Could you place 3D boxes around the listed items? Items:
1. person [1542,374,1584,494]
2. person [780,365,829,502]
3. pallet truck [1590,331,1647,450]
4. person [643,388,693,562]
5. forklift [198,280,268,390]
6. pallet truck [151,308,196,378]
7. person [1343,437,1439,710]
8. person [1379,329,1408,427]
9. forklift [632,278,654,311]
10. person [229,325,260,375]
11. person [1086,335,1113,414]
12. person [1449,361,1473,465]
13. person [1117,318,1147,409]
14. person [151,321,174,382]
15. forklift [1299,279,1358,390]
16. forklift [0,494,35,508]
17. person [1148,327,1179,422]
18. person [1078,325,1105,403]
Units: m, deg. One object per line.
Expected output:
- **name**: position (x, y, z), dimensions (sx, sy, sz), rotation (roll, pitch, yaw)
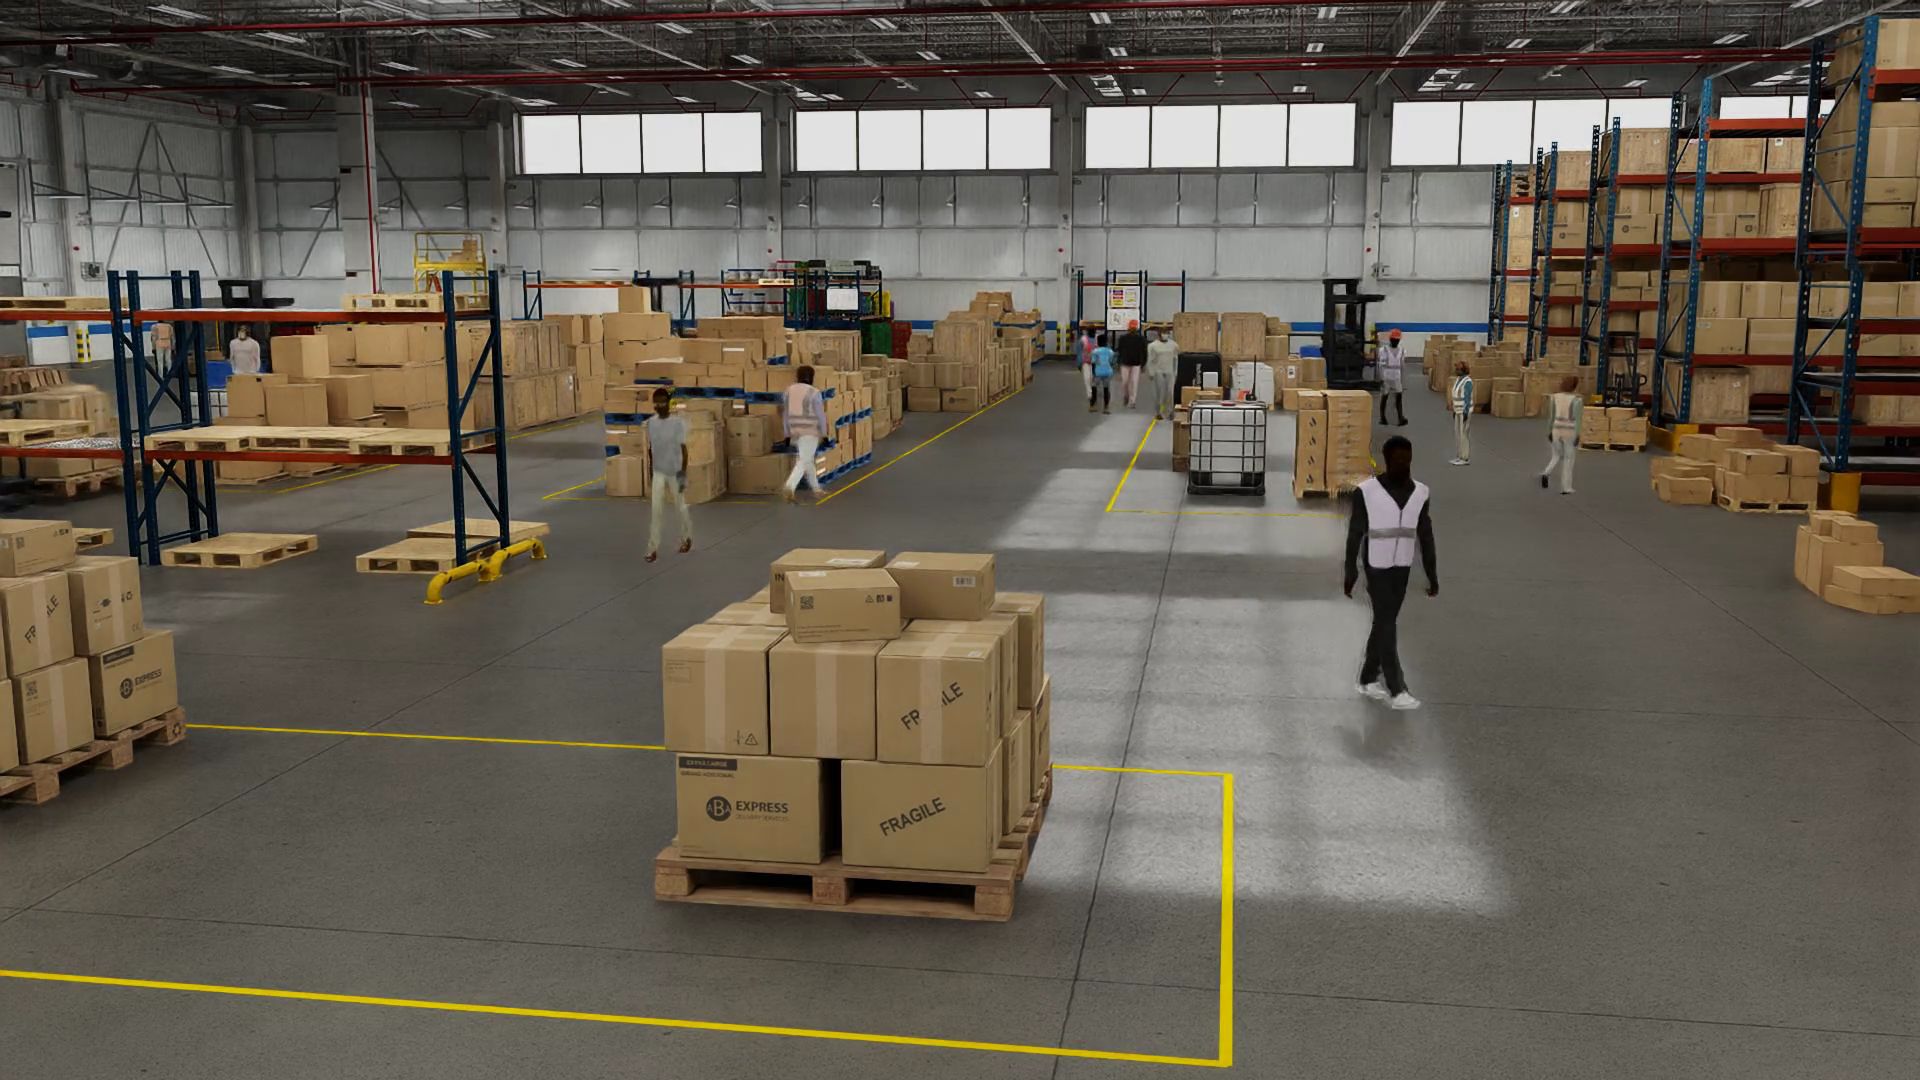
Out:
- **person**: position (8.180, -1.423, 22.535), dimensions (0.433, 1.632, 0.527), rotation (-7, 11, -36)
- **person**: position (-2.067, -1.404, 21.891), dimensions (0.627, 1.812, 0.912), rotation (8, 12, 41)
- **pallet truck**: position (11.253, -2.573, 28.499), dimensions (0.823, 1.965, 1.885), rotation (5, 10, 27)
- **person**: position (-3.071, -0.699, 17.544), dimensions (0.526, 1.825, 1.033), rotation (2, 9, 14)
- **forklift**: position (-15.586, -4.263, 36.205), dimensions (1.129, 2.768, 1.873), rotation (3, 10, 19)
- **pallet truck**: position (-21.869, -5.598, 47.154), dimensions (0.823, 1.965, 1.885), rotation (4, 10, 26)
- **person**: position (3.053, 0.235, 11.515), dimensions (0.624, 1.880, 0.910), rotation (-4, 10, -21)
- **person**: position (8.439, -3.153, 32.411), dimensions (0.554, 1.880, 0.999), rotation (-1, 9, -6)
- **forklift**: position (-8.604, -5.745, 45.343), dimensions (1.873, 2.768, 1.129), rotation (0, 9, 2)
- **person**: position (-14.742, -3.453, 34.226), dimensions (0.652, 1.894, 0.970), rotation (0, 9, 1)
- **person**: position (2.983, -3.530, 35.394), dimensions (0.538, 1.664, 0.757), rotation (-3, 10, -18)
- **person**: position (7.849, -1.985, 25.997), dimensions (0.320, 1.630, 0.528), rotation (-1, 9, -4)
- **person**: position (3.782, -3.872, 36.541), dimensions (0.647, 1.981, 0.462), rotation (1, 9, 4)
- **person**: position (-21.760, -5.272, 45.399), dimensions (0.390, 1.922, 0.587), rotation (8, 12, 42)
- **forklift**: position (9.612, -5.243, 42.248), dimensions (1.129, 2.768, 1.873), rotation (-6, 11, -31)
- **forklift**: position (-12.546, -1.689, 20.333), dimensions (1.129, 2.768, 1.873), rotation (1, 9, 5)
- **person**: position (4.110, -3.331, 33.488), dimensions (0.652, 1.890, 0.986), rotation (-1, 9, -7)
- **person**: position (3.034, -4.023, 38.126), dimensions (0.620, 1.781, 1.002), rotation (-2, 9, -14)
